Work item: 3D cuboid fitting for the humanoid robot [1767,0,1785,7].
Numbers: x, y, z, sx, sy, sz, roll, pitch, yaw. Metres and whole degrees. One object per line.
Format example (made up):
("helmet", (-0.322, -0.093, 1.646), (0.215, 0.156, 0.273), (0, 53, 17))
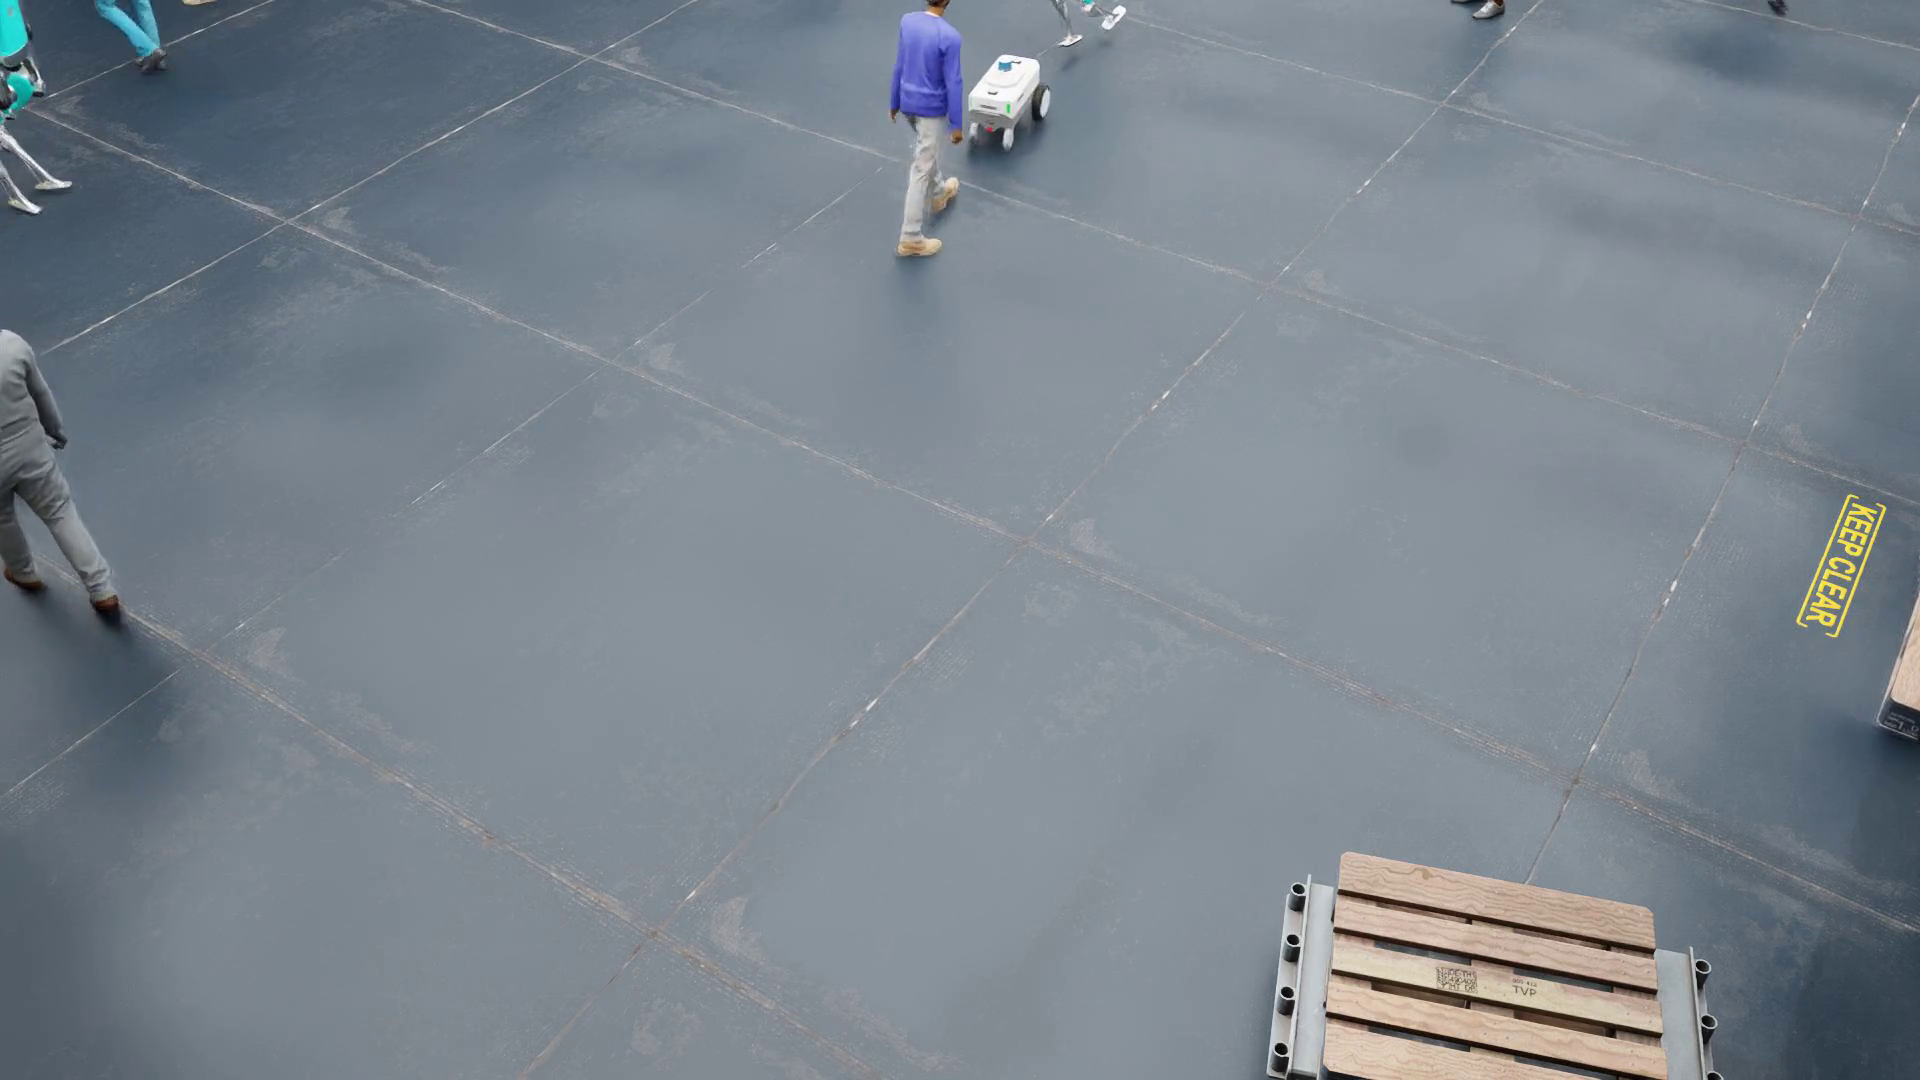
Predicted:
("humanoid robot", (6.775, -5.259, 13.642), (0.597, 1.625, 0.780), (1, 42, 1))

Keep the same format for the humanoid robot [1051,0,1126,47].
("humanoid robot", (0.986, -4.586, 12.817), (0.552, 1.743, 1.014), (25, 48, 25))

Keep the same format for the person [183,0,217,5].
("person", (-6.244, -5.261, 13.576), (0.621, 1.715, 0.471), (-14, 44, -15))

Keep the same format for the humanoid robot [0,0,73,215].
("humanoid robot", (-6.432, -3.046, 11.050), (0.742, 1.742, 0.539), (3, 42, 4))

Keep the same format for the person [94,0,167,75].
("person", (-6.360, -4.376, 12.509), (0.451, 1.831, 0.572), (16, 44, 17))

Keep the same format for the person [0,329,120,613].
("person", (-4.609, -0.398, 8.033), (0.880, 1.883, 0.647), (31, 50, 30))

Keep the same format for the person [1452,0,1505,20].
("person", (4.392, -5.153, 13.299), (0.441, 1.932, 0.553), (-10, 43, -11))

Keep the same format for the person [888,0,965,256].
("person", (-0.181, -2.819, 10.776), (0.561, 1.807, 0.950), (28, 49, 28))

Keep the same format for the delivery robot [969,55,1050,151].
("delivery robot", (0.327, -3.261, 12.199), (0.499, 0.575, 0.759), (14, 44, 15))
